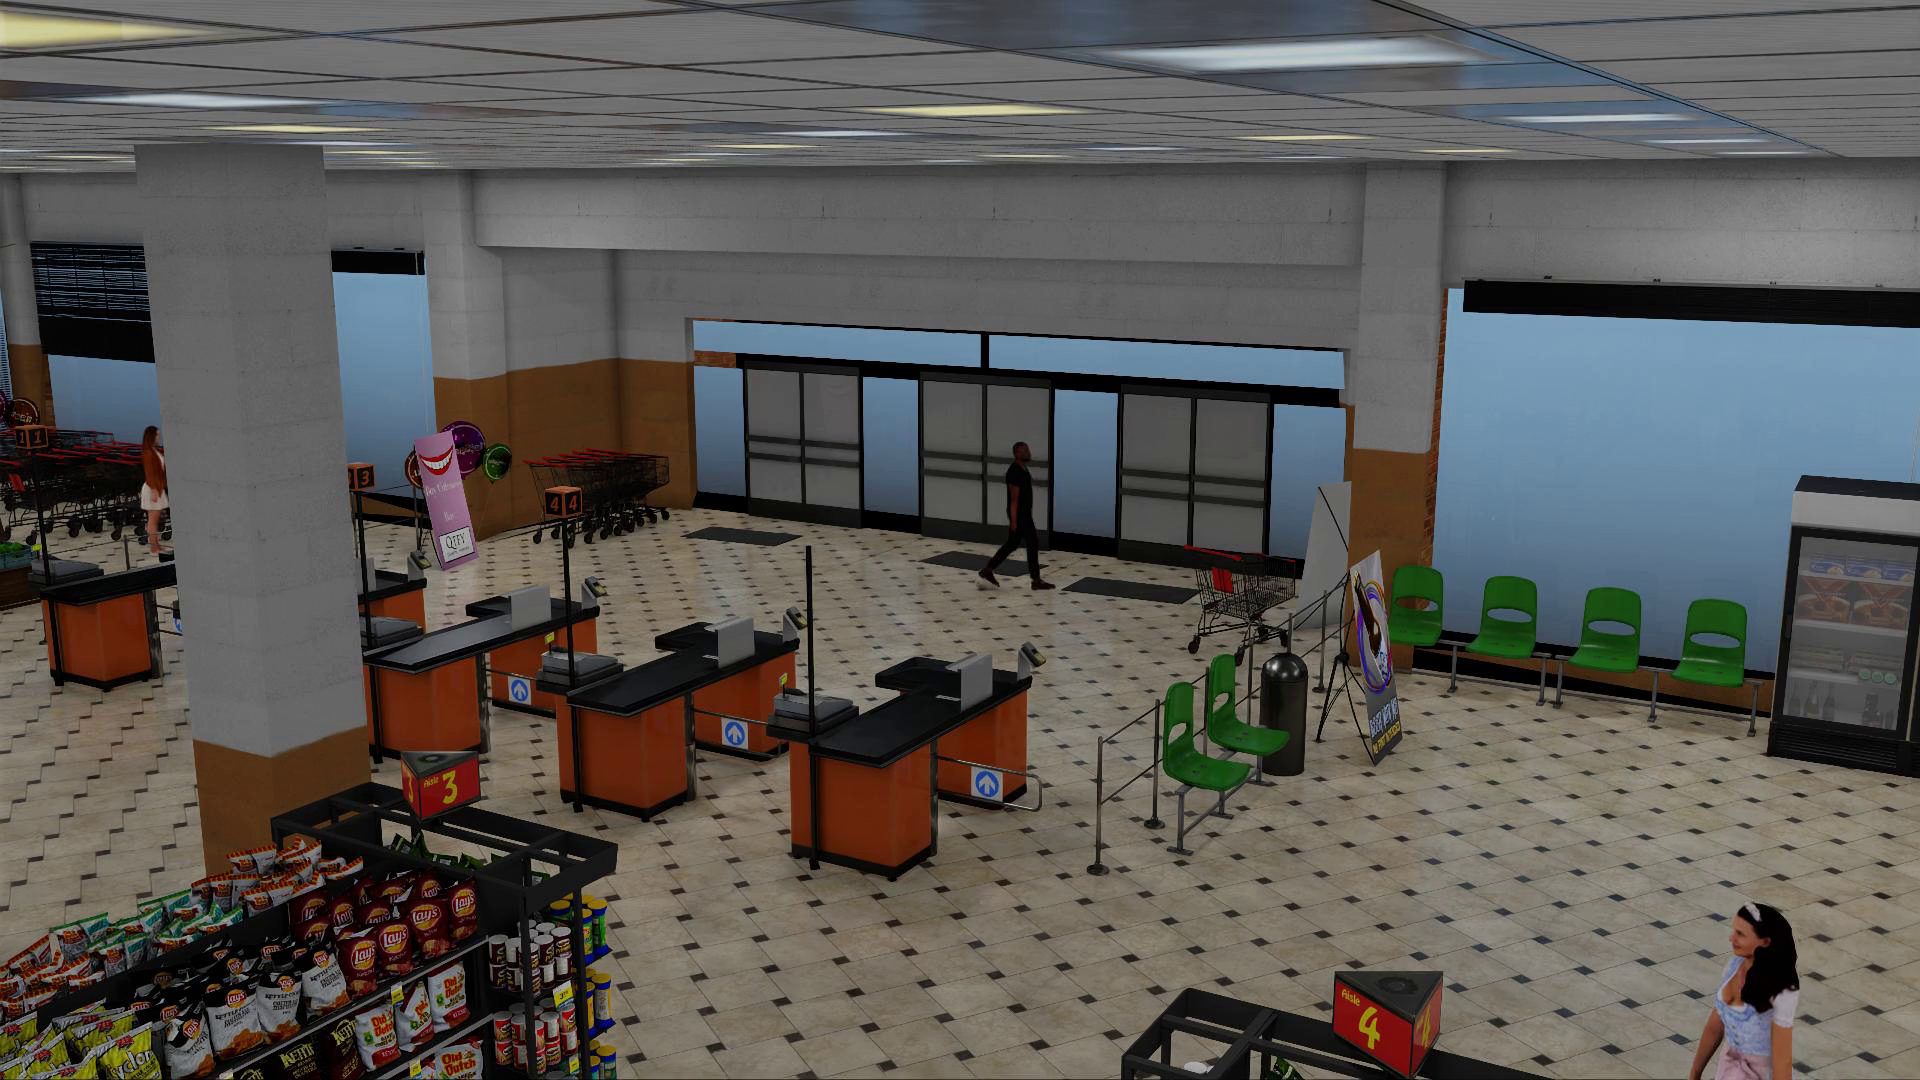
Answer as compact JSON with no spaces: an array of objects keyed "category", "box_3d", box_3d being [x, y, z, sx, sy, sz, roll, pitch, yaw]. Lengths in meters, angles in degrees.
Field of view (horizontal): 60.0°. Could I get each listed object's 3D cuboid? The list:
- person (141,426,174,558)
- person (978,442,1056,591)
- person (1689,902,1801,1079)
[{"category":"person","box_3d":[-10.610,-0.648,21.861,0.759,1.717,0.709,-4,13,-19]},{"category":"person","box_3d":[0.628,-0.264,19.880,0.994,1.782,1.200,2,12,11]},{"category":"person","box_3d":[3.473,2.421,7.125,1.044,1.783,1.055,-1,12,-4]}]
